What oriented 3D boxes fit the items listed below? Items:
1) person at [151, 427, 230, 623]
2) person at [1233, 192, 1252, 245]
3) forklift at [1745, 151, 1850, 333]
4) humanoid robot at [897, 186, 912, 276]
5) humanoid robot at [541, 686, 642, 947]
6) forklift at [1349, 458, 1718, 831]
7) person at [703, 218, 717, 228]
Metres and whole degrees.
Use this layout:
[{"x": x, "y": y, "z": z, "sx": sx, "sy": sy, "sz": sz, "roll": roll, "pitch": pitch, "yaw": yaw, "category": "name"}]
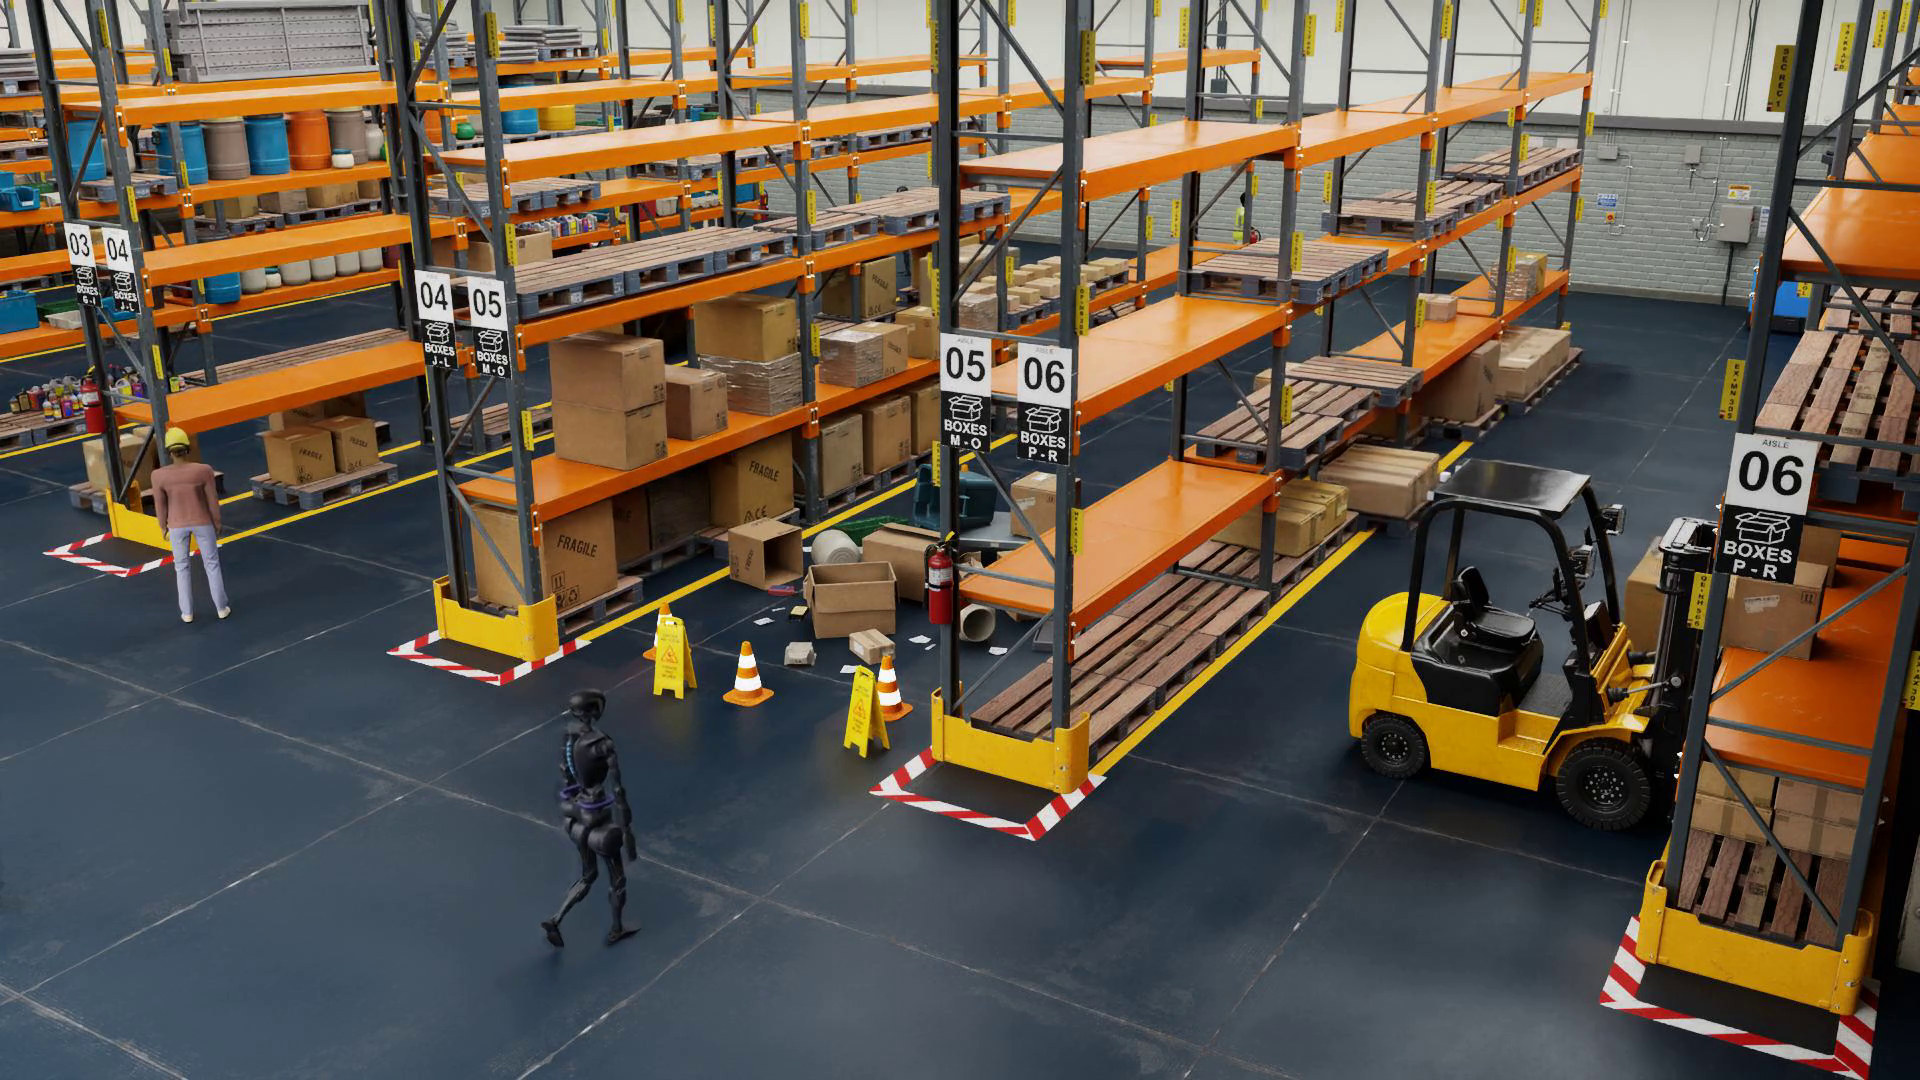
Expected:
[{"x": -6.817, "y": -0.134, "z": 14.730, "sx": 0.521, "sy": 1.760, "sz": 0.341, "roll": -7, "pitch": 20, "yaw": -19, "category": "person"}, {"x": 5.154, "y": -5.510, "z": 30.372, "sx": 0.319, "sy": 1.685, "sz": 0.540, "roll": -1, "pitch": 19, "yaw": -4, "category": "person"}, {"x": 13.620, "y": -4.667, "z": 26.137, "sx": 1.873, "sy": 2.768, "sz": 1.129, "roll": 11, "pitch": 22, "yaw": 29, "category": "forklift"}, {"x": -1.056, "y": -5.810, "z": 31.236, "sx": 0.315, "sy": 1.657, "sz": 0.599, "roll": -2, "pitch": 19, "yaw": -7, "category": "humanoid robot"}, {"x": -2.184, "y": 1.639, "z": 9.727, "sx": 0.601, "sy": 1.640, "sz": 0.522, "roll": 16, "pitch": 25, "yaw": 38, "category": "humanoid robot"}, {"x": 3.988, "y": 0.658, "z": 11.776, "sx": 2.313, "sy": 2.155, "sz": 1.214, "roll": 11, "pitch": 22, "yaw": 29, "category": "forklift"}, {"x": -5.243, "y": -7.060, "z": 34.859, "sx": 0.492, "sy": 1.688, "sz": 0.348, "roll": -6, "pitch": 20, "yaw": -17, "category": "person"}]
